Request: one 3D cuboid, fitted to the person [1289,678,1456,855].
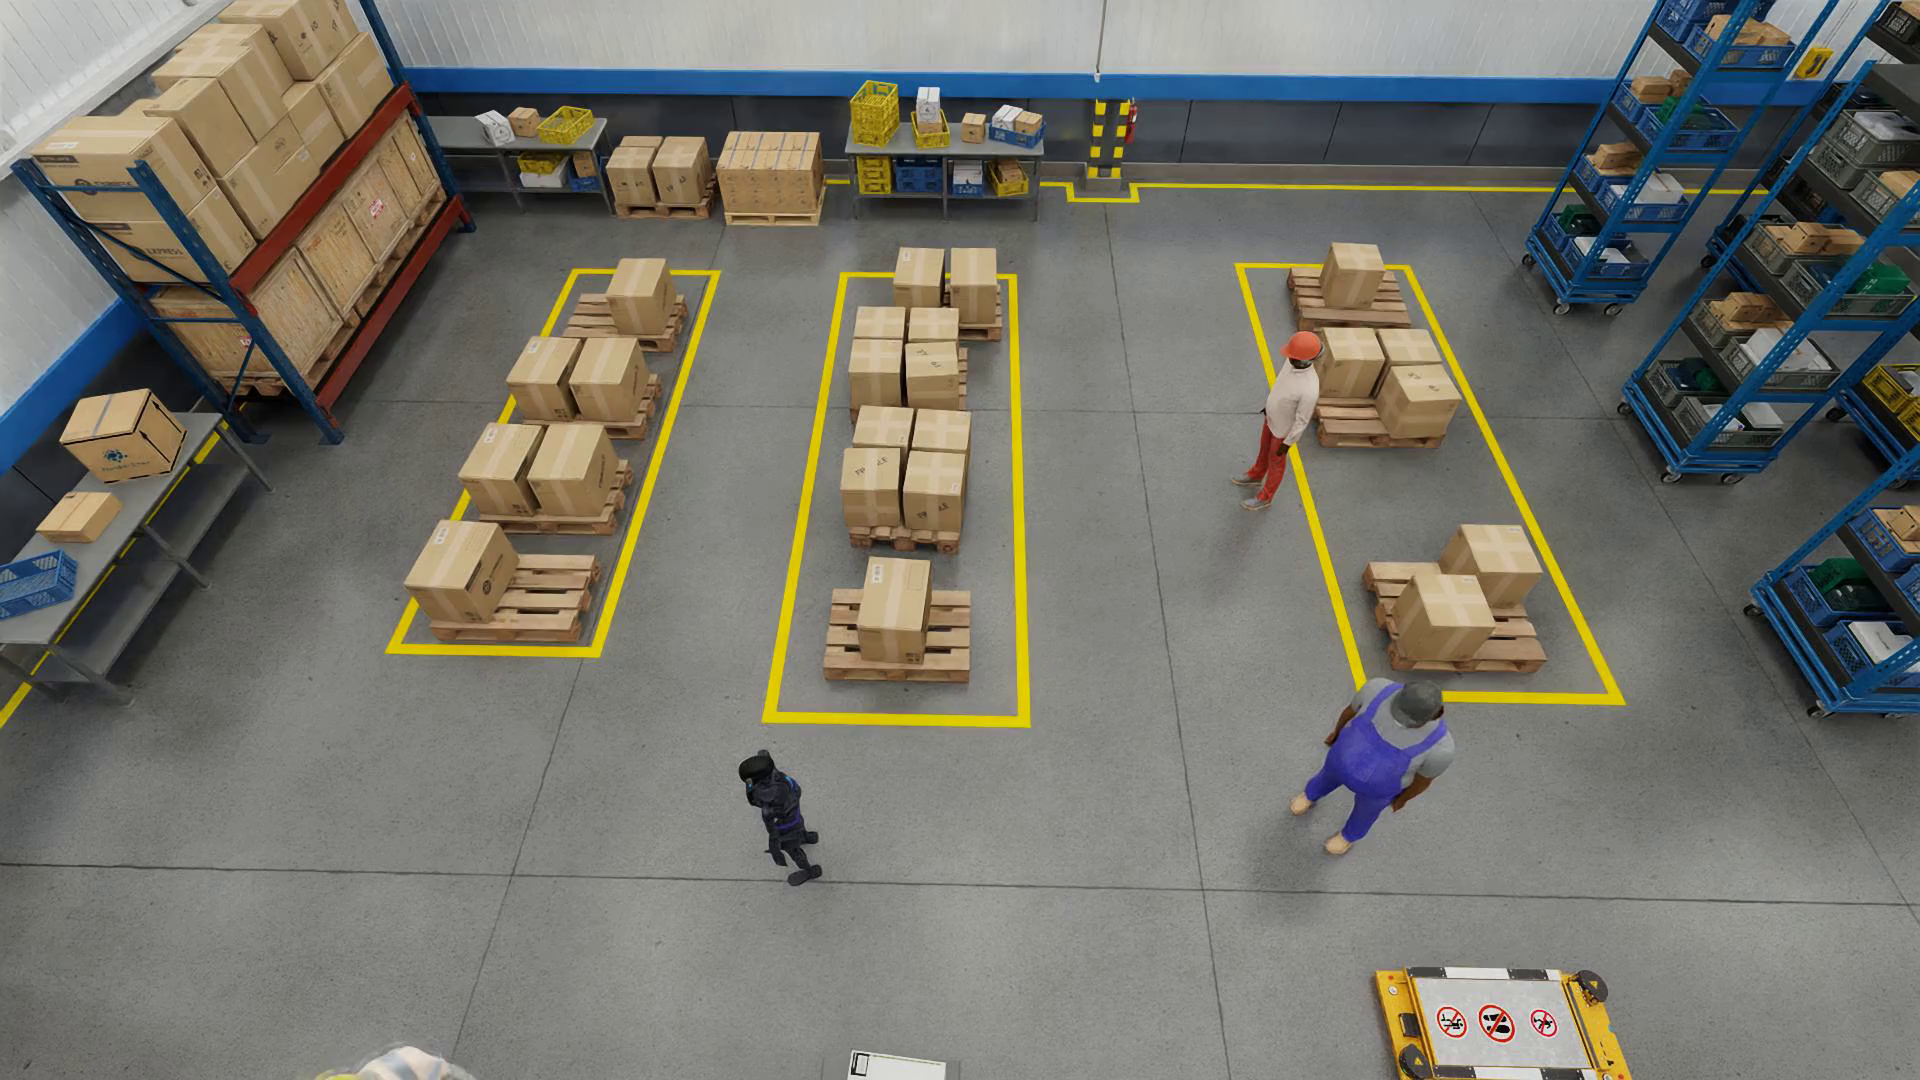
[{"bbox_3d":[2.729,1.500,6.121,0.536,2.000,0.681,-26,55,-20],"label":"person"}]

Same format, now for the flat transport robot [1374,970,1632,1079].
[{"bbox_3d":[3.501,3.133,5.914,1.431,0.197,0.652,1,51,1],"label":"flat transport robot"}]

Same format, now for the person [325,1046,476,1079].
[{"bbox_3d":[-2.850,3.127,4.882,0.586,1.908,0.595,27,56,21],"label":"person"}]

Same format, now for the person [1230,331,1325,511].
[{"bbox_3d":[2.872,-1.060,8.244,0.390,1.984,0.610,-3,51,-2],"label":"person"}]

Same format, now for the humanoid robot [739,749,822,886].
[{"bbox_3d":[-1.193,1.825,6.088,0.338,1.651,0.574,-9,51,-7],"label":"humanoid robot"}]
